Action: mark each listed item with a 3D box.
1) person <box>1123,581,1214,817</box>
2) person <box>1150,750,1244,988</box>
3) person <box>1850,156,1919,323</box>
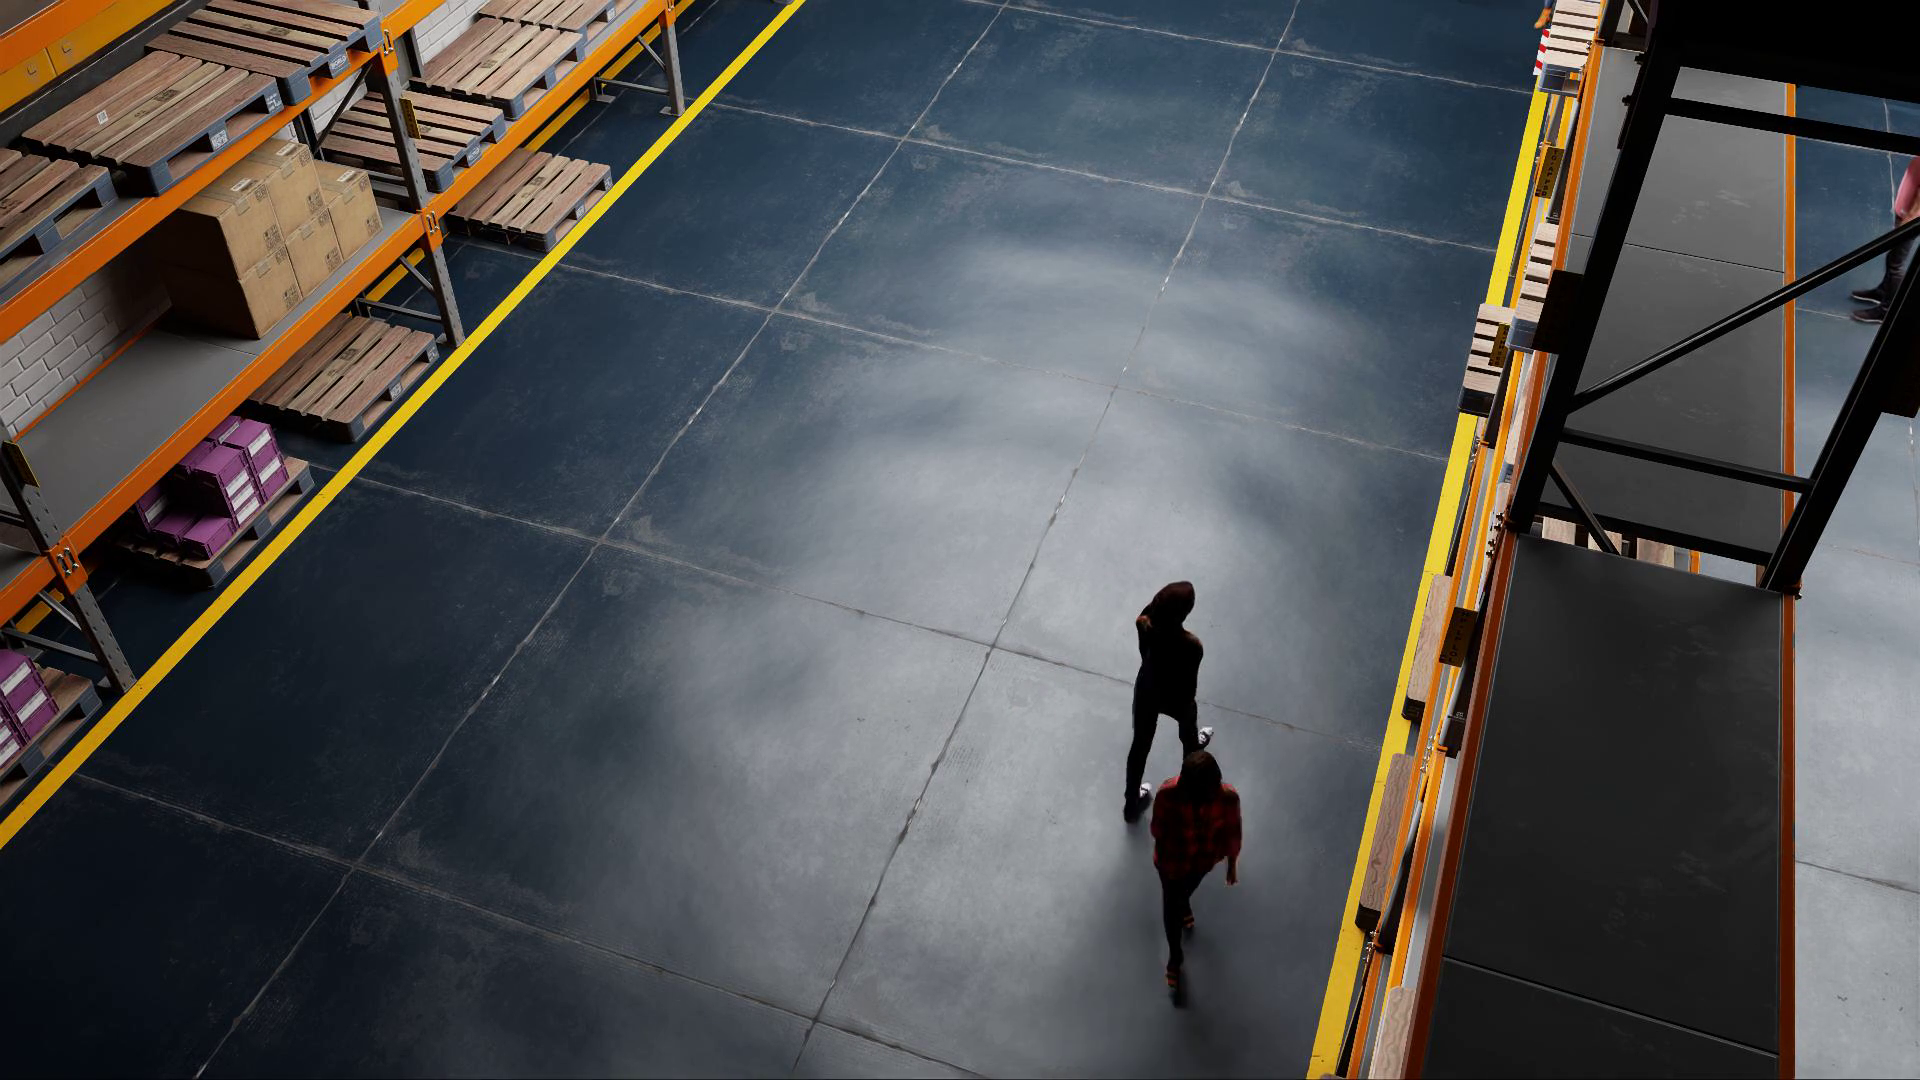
[{"bbox_3d":[1.131,0.971,9.730,0.775,1.739,1.098,25,49,24],"label":"person"},{"bbox_3d":[1.257,1.616,9.101,0.809,1.674,0.958,-3,44,-4],"label":"person"},{"bbox_3d":[7.690,-2.652,13.375,0.680,1.955,0.515,17,46,17],"label":"person"}]
